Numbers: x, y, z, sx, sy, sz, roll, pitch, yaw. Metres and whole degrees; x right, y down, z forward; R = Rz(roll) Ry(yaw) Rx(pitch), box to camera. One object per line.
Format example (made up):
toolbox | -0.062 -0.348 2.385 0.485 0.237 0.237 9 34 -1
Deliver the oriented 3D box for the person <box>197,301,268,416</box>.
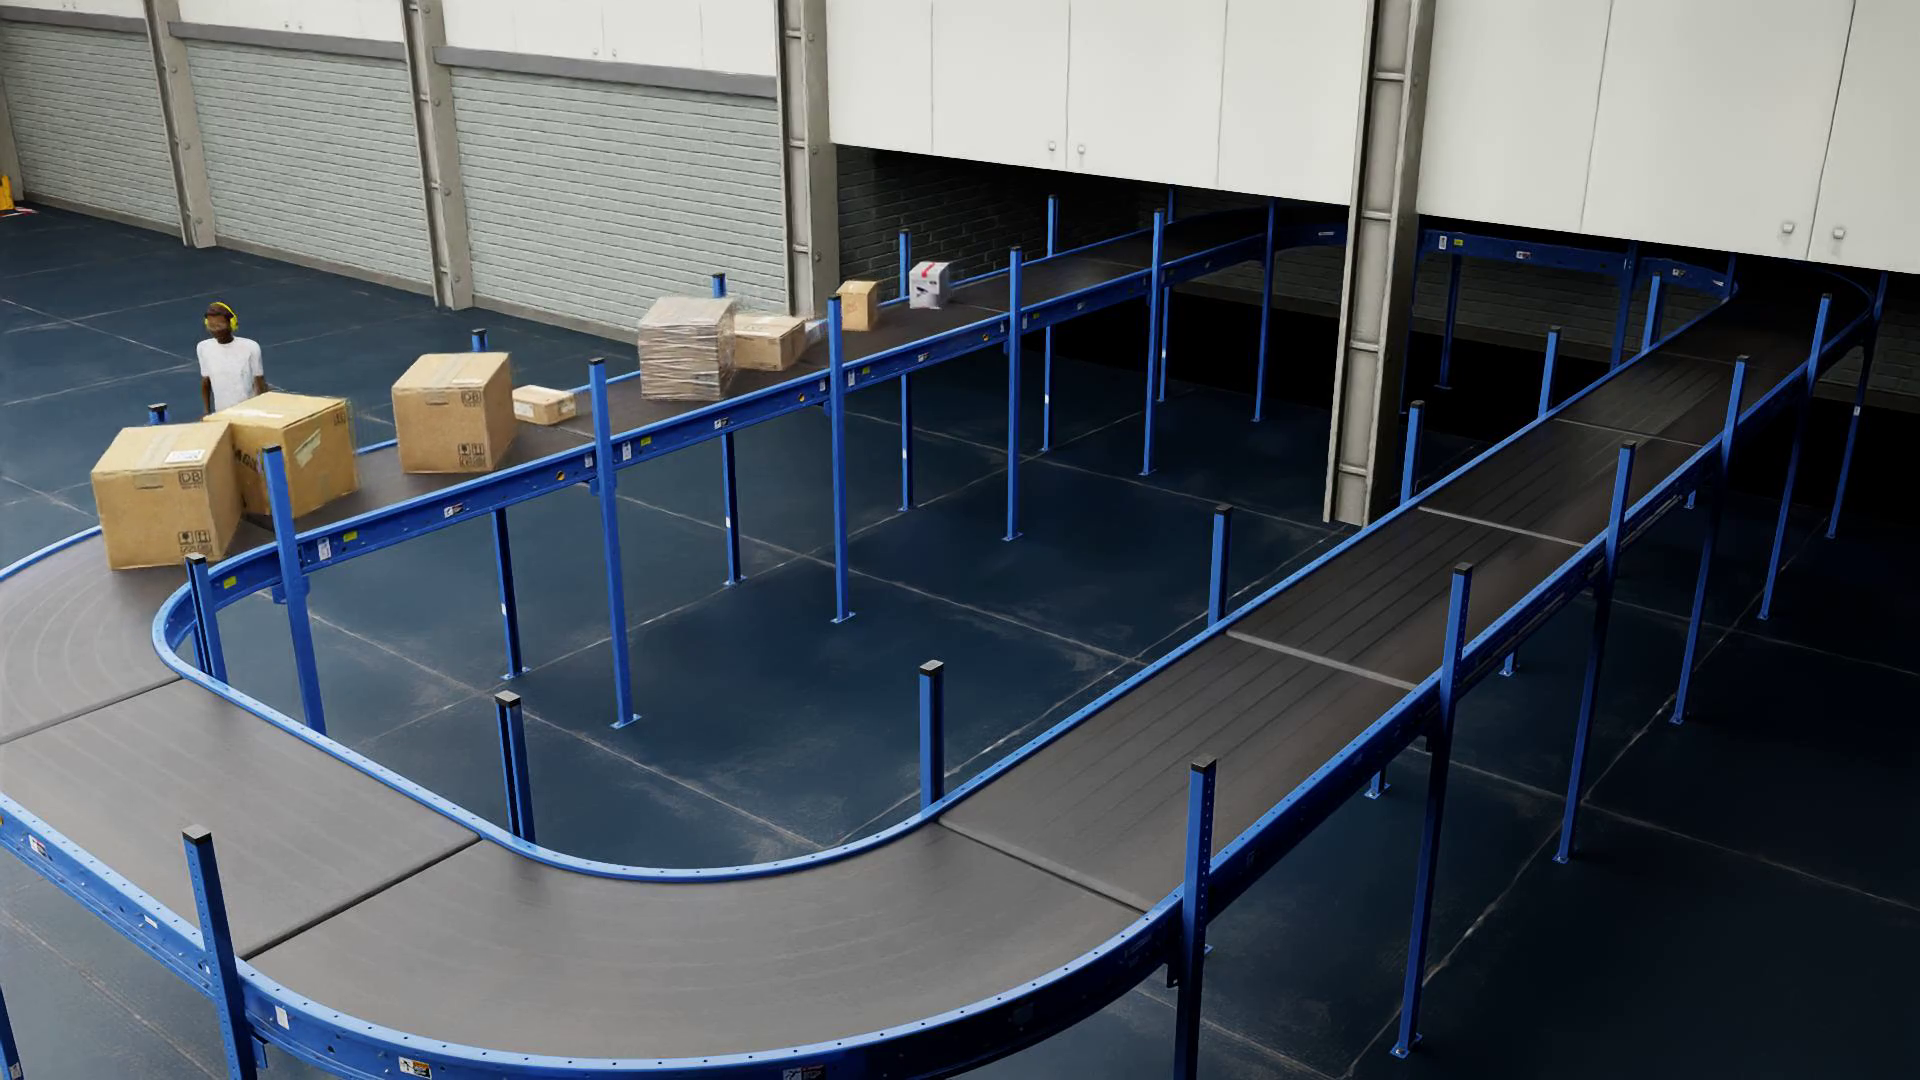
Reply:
person | -5.694 -0.972 13.116 0.534 1.870 0.319 -1 22 -3
